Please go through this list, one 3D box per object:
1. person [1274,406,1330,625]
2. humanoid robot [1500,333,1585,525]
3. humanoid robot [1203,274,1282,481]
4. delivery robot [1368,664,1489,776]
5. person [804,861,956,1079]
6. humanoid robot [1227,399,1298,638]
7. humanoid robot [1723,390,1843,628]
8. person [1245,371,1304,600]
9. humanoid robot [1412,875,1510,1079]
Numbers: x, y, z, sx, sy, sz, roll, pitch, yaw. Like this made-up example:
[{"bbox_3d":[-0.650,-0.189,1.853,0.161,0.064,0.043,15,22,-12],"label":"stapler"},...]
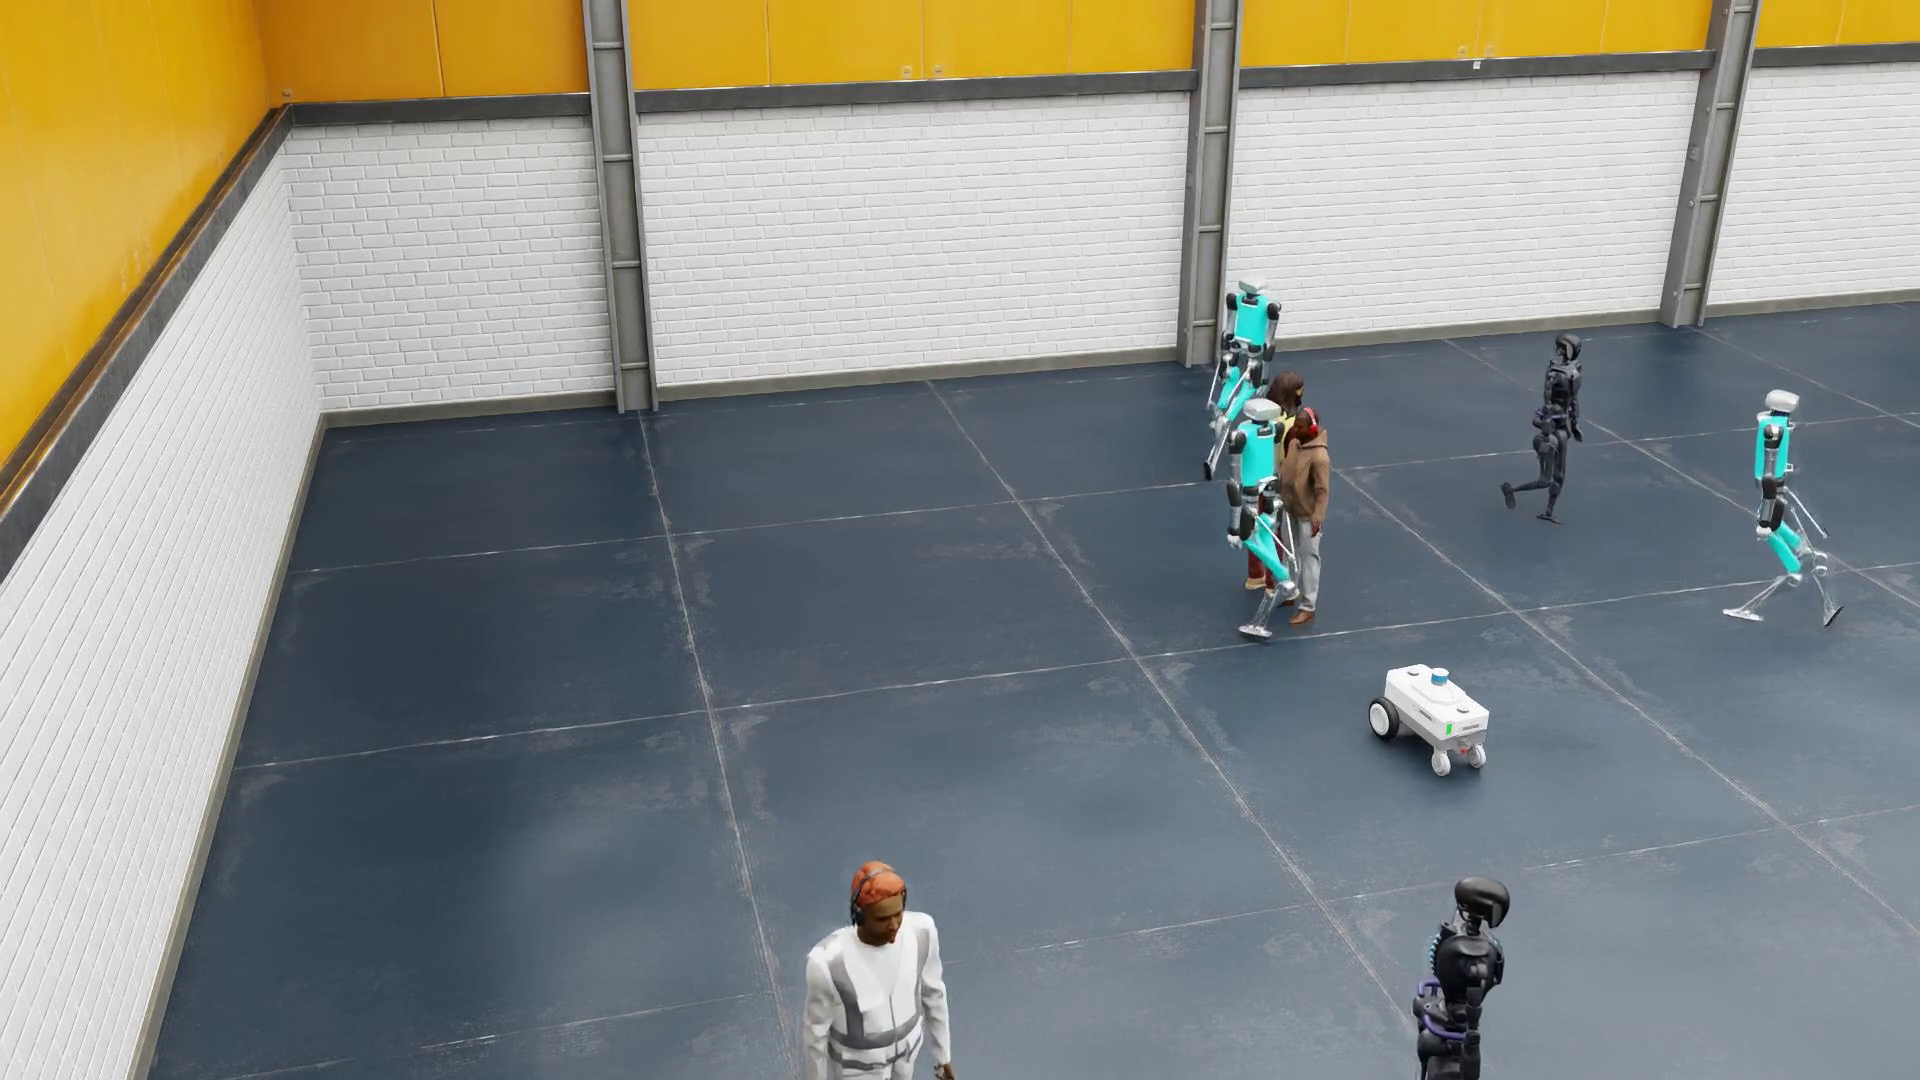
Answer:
[{"bbox_3d":[2.490,-0.192,12.075,0.311,1.650,0.470,-11,26,-24],"label":"person"},{"bbox_3d":[4.874,-0.945,13.777,0.531,1.642,0.589,21,31,39],"label":"humanoid robot"},{"bbox_3d":[2.379,-1.413,14.776,0.551,1.783,0.935,18,30,36],"label":"humanoid robot"},{"bbox_3d":[2.990,1.092,10.549,0.499,0.614,0.791,-9,25,-19],"label":"delivery robot"},{"bbox_3d":[-0.260,2.121,6.558,0.603,1.865,0.652,-16,29,-33],"label":"person"},{"bbox_3d":[2.219,-0.067,11.722,0.569,1.799,0.731,-20,30,-37],"label":"humanoid robot"},{"bbox_3d":[6.084,-0.153,11.948,0.901,1.819,0.544,11,26,23],"label":"humanoid robot"},{"bbox_3d":[2.351,-0.402,12.411,0.361,1.767,0.475,-11,26,-23],"label":"person"},{"bbox_3d":[2.097,2.075,6.910,0.575,1.644,0.604,2,24,5],"label":"humanoid robot"}]
